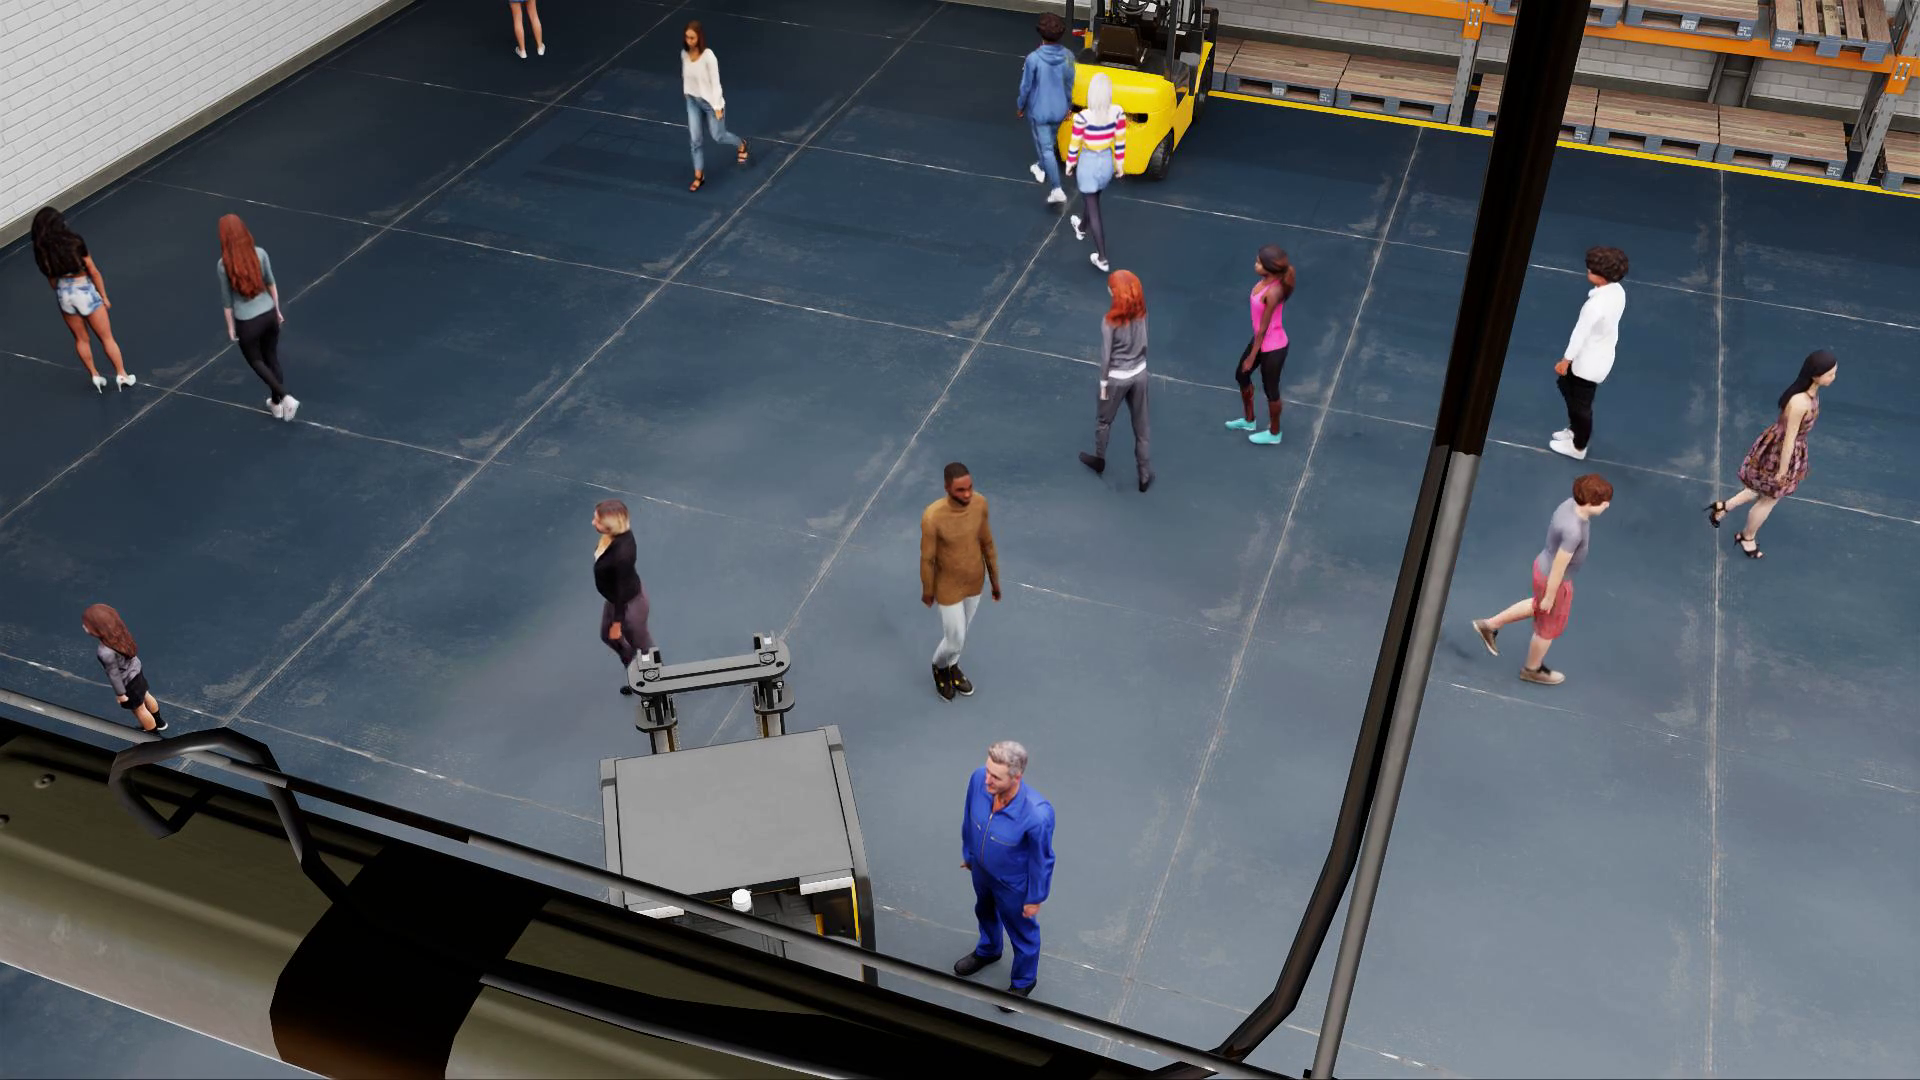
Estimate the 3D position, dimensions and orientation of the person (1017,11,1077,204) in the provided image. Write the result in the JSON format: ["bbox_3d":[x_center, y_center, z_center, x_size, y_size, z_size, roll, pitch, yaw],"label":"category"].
[{"bbox_3d":[0.867,-4.068,15.849,1.190,1.768,1.205,-13,40,-16],"label":"person"}]

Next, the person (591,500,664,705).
[{"bbox_3d":[-1.963,0.408,10.333,0.774,1.657,0.722,-12,40,-14],"label":"person"}]

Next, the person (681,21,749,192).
[{"bbox_3d":[-2.414,-4.265,16.189,1.015,1.653,0.844,23,44,26],"label":"person"}]

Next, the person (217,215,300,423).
[{"bbox_3d":[-5.390,-1.653,12.860,0.968,1.725,0.823,28,46,30],"label":"person"}]

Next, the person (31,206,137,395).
[{"bbox_3d":[-7.006,-1.899,13.248,0.603,1.625,0.698,-1,39,-1],"label":"person"}]

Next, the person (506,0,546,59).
[{"bbox_3d":[-4.965,-6.251,18.692,0.708,1.631,0.781,-14,41,-16],"label":"person"}]

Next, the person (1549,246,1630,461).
[{"bbox_3d":[4.788,-1.337,12.409,0.693,1.793,0.695,25,45,28],"label":"person"}]

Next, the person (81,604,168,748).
[{"bbox_3d":[-5.143,0.824,10.255,0.575,1.105,0.534,-10,40,-13],"label":"person"}]

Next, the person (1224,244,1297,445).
[{"bbox_3d":[2.433,-1.455,12.628,0.743,1.705,0.669,0,39,0],"label":"person"}]

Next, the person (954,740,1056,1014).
[{"bbox_3d":[0.238,1.698,8.581,0.848,1.828,0.674,-31,48,-33],"label":"person"}]

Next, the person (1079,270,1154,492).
[{"bbox_3d":[1.248,-1.147,12.204,0.880,1.753,0.959,-16,41,-19],"label":"person"}]

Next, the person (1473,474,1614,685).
[{"bbox_3d":[3.697,0.223,10.582,0.857,1.636,0.616,14,41,17],"label":"person"}]

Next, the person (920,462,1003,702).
[{"bbox_3d":[-0.064,0.214,10.461,0.746,1.802,0.775,-24,45,-27],"label":"person"}]

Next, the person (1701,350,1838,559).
[{"bbox_3d":[5.569,-0.580,11.490,0.837,1.757,0.716,19,42,22],"label":"person"}]

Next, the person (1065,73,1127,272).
[{"bbox_3d":[1.235,-3.246,14.827,1.126,1.759,1.150,-14,41,-17],"label":"person"}]
